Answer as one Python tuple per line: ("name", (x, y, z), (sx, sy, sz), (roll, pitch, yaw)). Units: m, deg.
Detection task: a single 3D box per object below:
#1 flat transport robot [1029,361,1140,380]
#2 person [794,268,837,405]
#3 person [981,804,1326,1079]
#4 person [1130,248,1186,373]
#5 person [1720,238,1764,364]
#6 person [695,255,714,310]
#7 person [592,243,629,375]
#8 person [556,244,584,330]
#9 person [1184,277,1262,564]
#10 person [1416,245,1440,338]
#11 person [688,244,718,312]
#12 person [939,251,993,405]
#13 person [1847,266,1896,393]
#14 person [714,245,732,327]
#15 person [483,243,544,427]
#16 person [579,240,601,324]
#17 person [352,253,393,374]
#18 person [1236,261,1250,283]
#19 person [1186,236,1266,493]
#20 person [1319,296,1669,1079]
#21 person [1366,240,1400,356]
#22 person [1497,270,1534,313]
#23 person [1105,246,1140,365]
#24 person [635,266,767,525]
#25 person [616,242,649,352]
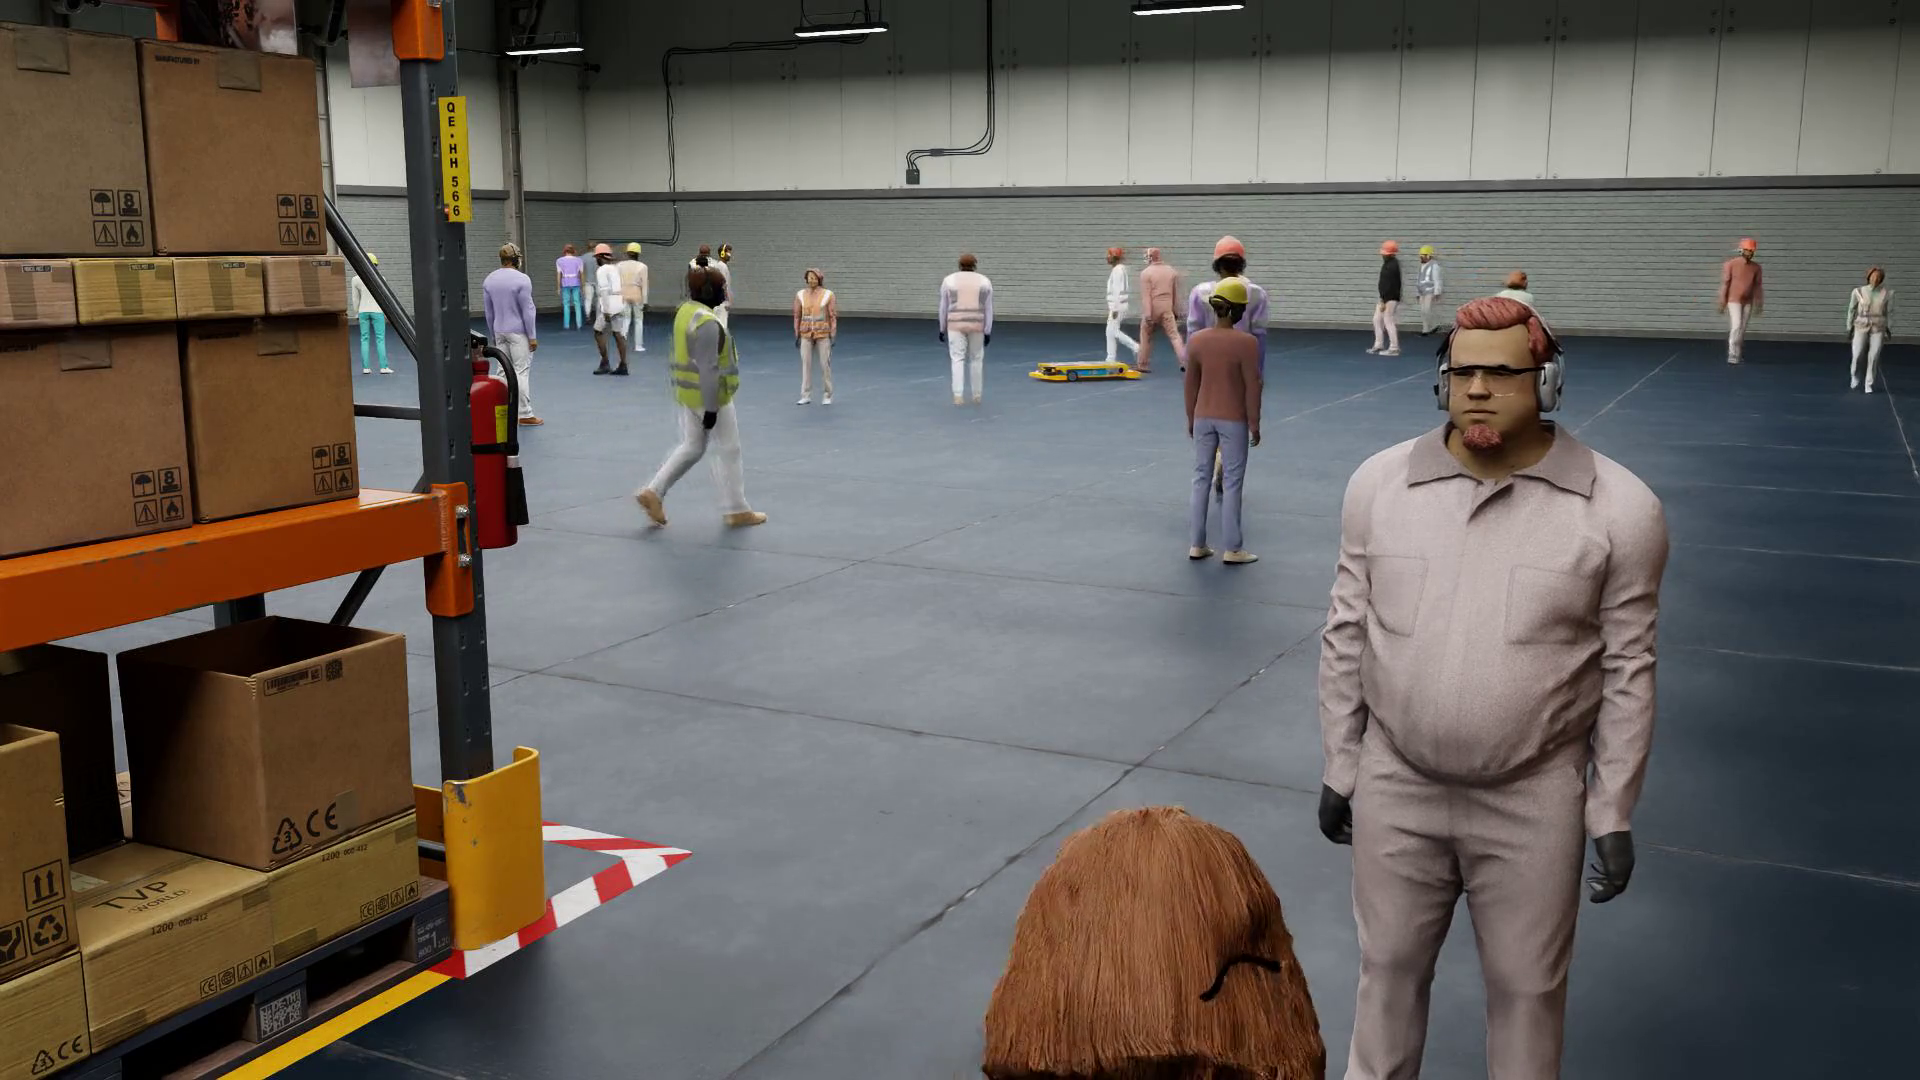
("flat transport robot", (1.749, -2.387, 23.388), (1.431, 0.197, 0.652), (-4, 11, -20))
("person", (-1.731, -2.430, 19.891), (0.522, 1.638, 0.310), (2, 11, 11))
("person", (0.087, 1.011, 1.207), (0.363, 1.605, 0.657), (0, 10, 0))
("person", (2.959, -3.337, 24.302), (0.696, 1.851, 0.935), (-6, 12, -30))
("person", (12.284, -3.726, 26.047), (0.646, 1.969, 0.634), (-1, 10, -7))
("person", (-4.432, -4.108, 28.943), (0.360, 1.676, 0.538), (-2, 11, -13))
("person", (-5.093, -3.337, 24.117), (0.632, 1.897, 0.561), (4, 11, 20))
("person", (-8.333, -5.414, 35.606), (0.570, 1.840, 0.373), (-4, 11, -19))
("person", (1.640, -0.737, 10.313), (0.533, 1.767, 0.326), (9, 14, 41))
("person", (9.194, -4.884, 32.764), (0.425, 1.825, 0.638), (-4, 11, -20))
("person", (-4.934, -4.805, 32.292), (0.636, 1.840, 0.429), (1, 10, 3))
("person", (0.073, -2.543, 19.985), (0.637, 1.844, 0.429), (-1, 10, -6))
("person", (11.707, -2.698, 21.401), (0.522, 1.627, 0.361), (5, 11, 25))
("person", (-4.013, -4.077, 28.265), (0.336, 1.865, 0.521), (-4, 11, -21))
("person", (-4.740, -2.166, 17.631), (0.627, 1.940, 0.371), (5, 12, 26))
("person", (-8.364, -5.863, 37.889), (0.641, 1.909, 0.917), (0, 10, 2))
("person", (-8.595, -3.301, 24.318), (0.524, 1.759, 0.328), (0, 10, 2))
("person", (3.824, -3.101, 23.227), (0.326, 1.760, 0.524), (-7, 13, -35))
("person", (2.087, -1.357, 13.005), (0.618, 2.025, 0.811), (0, 10, -2))
("person", (1.002, 0.484, 3.267), (0.638, 1.910, 0.407), (6, 12, 28))
("person", (7.146, -4.045, 27.890), (0.625, 1.931, 0.693), (0, 10, -3))
("person", (6.961, -2.571, 20.787), (0.857, 1.581, 0.520), (-9, 13, -39))
("person", (2.455, -3.541, 25.342), (0.649, 1.864, 0.586), (0, 10, 1))
("person", (-1.803, -0.981, 11.503), (0.841, 1.820, 0.621), (-5, 12, -28))
("person", (-5.689, -4.203, 28.830), (0.596, 1.906, 0.595), (2, 11, 9))
